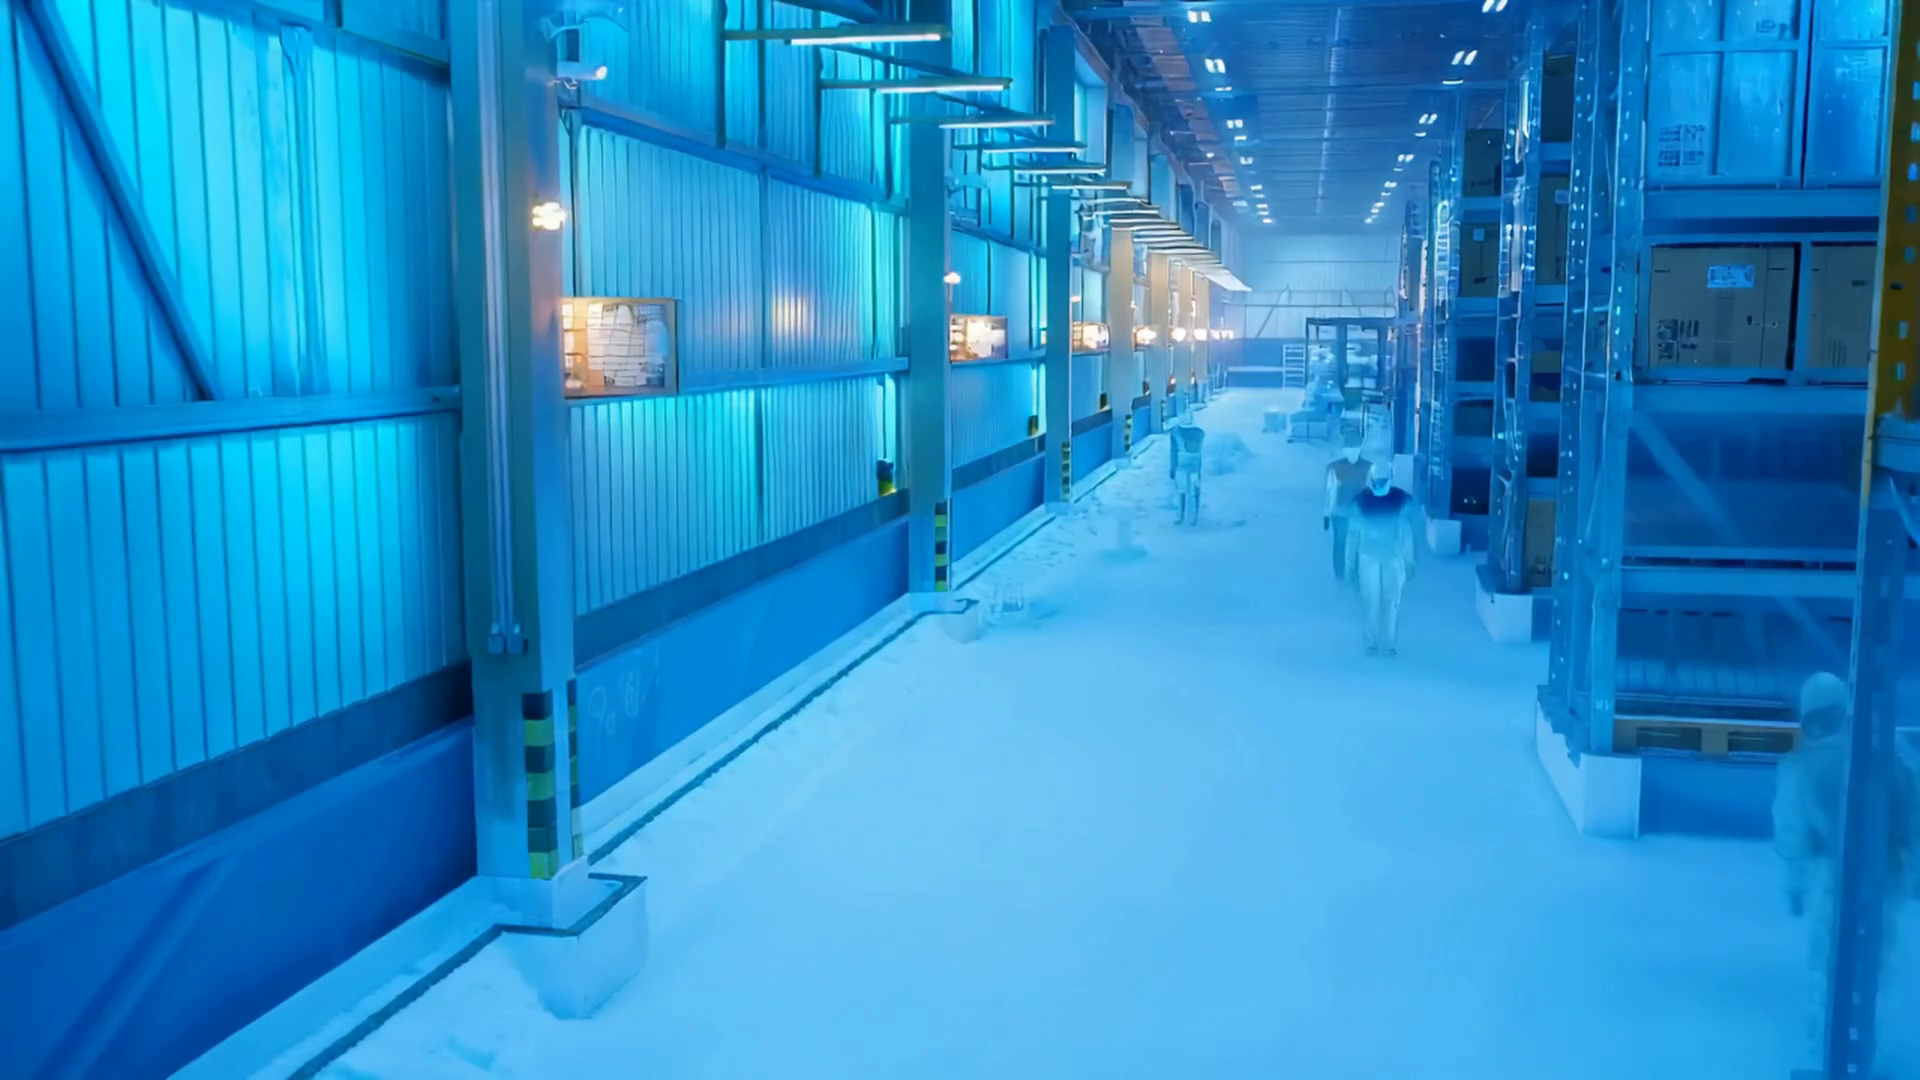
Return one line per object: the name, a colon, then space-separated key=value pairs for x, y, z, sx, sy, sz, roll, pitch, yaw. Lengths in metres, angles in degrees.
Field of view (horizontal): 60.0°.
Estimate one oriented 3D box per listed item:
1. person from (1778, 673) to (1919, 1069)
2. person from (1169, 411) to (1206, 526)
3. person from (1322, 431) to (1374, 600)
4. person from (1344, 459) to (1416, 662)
person: x=3.670 y=1.401 z=6.879 sx=0.554 sy=1.682 sz=0.782 roll=5 pitch=9 yaw=33
person: x=3.620 y=-1.142 z=26.653 sx=0.619 sy=1.845 sz=0.430 roll=-3 pitch=8 yaw=-22
person: x=4.576 y=-0.318 z=19.585 sx=0.631 sy=1.965 sz=0.907 roll=1 pitch=7 yaw=7
person: x=3.931 y=0.202 z=15.581 sx=0.665 sy=1.915 sz=0.645 roll=1 pitch=7 yaw=11
